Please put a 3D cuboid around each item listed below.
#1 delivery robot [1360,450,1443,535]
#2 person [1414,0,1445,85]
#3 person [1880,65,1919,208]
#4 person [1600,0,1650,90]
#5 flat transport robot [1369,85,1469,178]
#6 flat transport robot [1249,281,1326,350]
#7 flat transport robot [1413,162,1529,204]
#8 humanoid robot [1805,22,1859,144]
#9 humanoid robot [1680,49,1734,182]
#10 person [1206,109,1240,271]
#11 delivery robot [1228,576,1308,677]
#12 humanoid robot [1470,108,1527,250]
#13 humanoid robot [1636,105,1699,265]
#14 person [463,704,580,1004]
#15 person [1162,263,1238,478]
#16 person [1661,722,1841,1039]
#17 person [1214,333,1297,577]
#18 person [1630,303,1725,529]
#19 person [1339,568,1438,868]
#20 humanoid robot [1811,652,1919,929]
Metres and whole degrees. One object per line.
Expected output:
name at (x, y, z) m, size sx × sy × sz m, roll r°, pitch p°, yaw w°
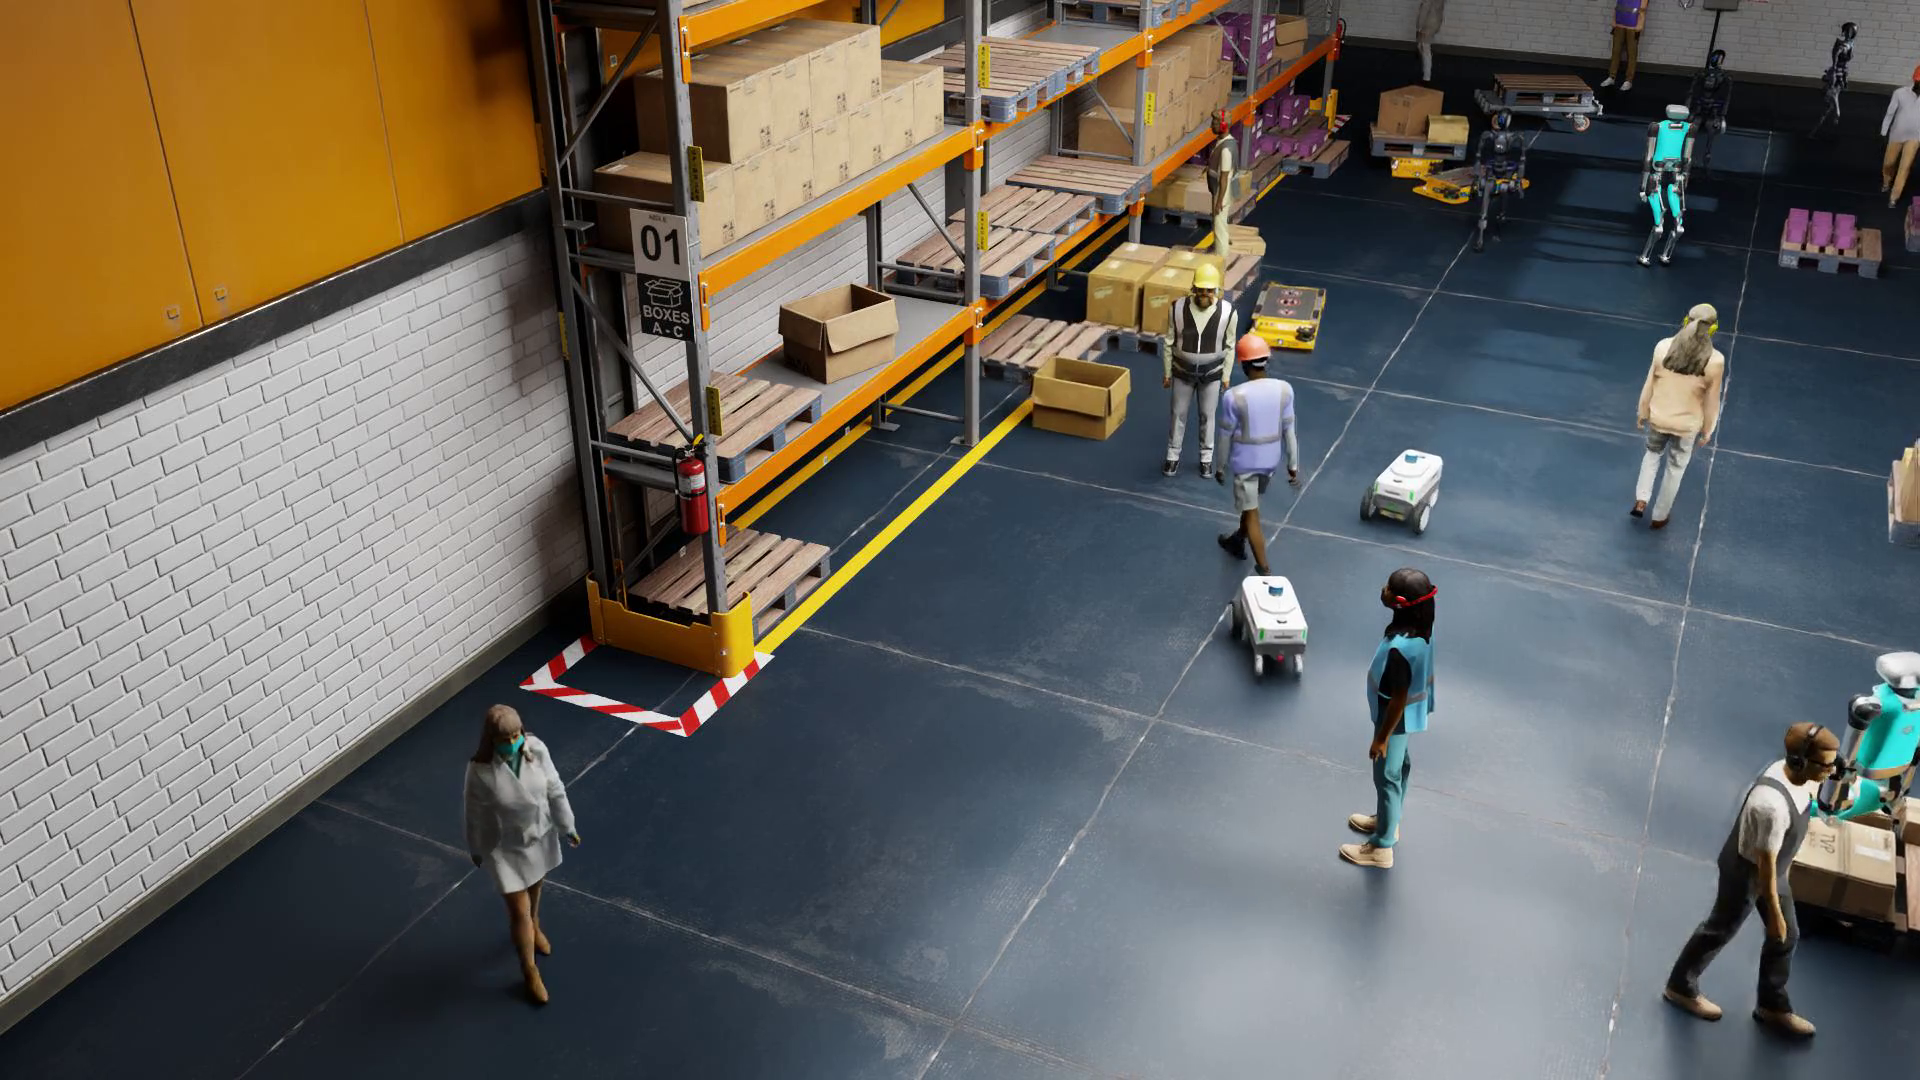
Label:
delivery robot at (3.544, -0.419, 13.204) m, size 0.499 × 0.595 × 0.783 m, roll 17°, pitch 33°, yaw 29°
person at (7.326, -8.083, 26.089) m, size 0.508 × 1.811 × 0.540 m, roll 23°, pitch 36°, yaw 36°
person at (11.676, -5.022, 20.503) m, size 0.569 × 1.728 × 0.720 m, roll 17°, pitch 32°, yaw 28°
person at (10.366, -7.979, 25.788) m, size 0.444 × 1.923 × 0.534 m, roll -19°, pitch 34°, yaw -31°
flat transport robot at (6.072, -5.110, 22.202) m, size 0.659 × 0.231 × 1.431 m, roll 5°, pitch 29°, yaw 9°
flat transport robot at (3.354, -2.302, 16.997) m, size 0.659 × 0.231 × 1.431 m, roll 8°, pitch 29°, yaw 14°
flat transport robot at (6.500, -4.528, 21.125) m, size 1.431 × 0.231 × 0.659 m, roll -17°, pitch 33°, yaw -29°
humanoid robot at (12.118, -6.299, 22.935) m, size 0.558 × 1.644 × 0.608 m, roll 25°, pitch 37°, yaw 38°
humanoid robot at (9.585, -5.456, 21.356) m, size 0.589 × 1.653 × 0.324 m, roll 24°, pitch 36°, yaw 37°
person at (2.840, -3.738, 18.010) m, size 0.377 × 1.838 × 0.560 m, roll 2°, pitch 28°, yaw 3°
delivery robot at (2.143, 0.544, 11.399) m, size 0.499 × 0.576 × 0.768 m, roll 0°, pitch 28°, yaw -1°
humanoid robot at (6.132, -4.112, 18.926) m, size 0.609 × 1.622 × 0.805 m, roll 13°, pitch 31°, yaw 22°
humanoid robot at (7.775, -3.847, 18.215) m, size 0.530 × 1.694 × 0.745 m, roll 1°, pitch 28°, yaw 2°
person at (-2.180, 1.547, 8.402) m, size 0.509 × 1.632 × 0.702 m, roll -23°, pitch 36°, yaw -36°
person at (1.946, -1.384, 13.643) m, size 0.587 × 1.837 × 0.404 m, roll 4°, pitch 29°, yaw 8°
person at (3.932, 1.674, 7.999) m, size 0.817 × 1.817 × 0.516 m, roll 24°, pitch 37°, yaw 37°
person at (2.165, -0.566, 12.094) m, size 0.580 × 1.876 × 0.961 m, roll -9°, pitch 30°, yaw -16°
person at (5.512, -0.935, 12.786) m, size 0.583 × 1.860 × 0.469 m, roll 20°, pitch 34°, yaw 33°
person at (2.407, 0.989, 9.213) m, size 0.394 × 1.866 × 0.528 m, roll 13°, pitch 31°, yaw 23°
humanoid robot at (4.665, 1.231, 8.951) m, size 0.565 × 1.809 × 0.937 m, roll -6°, pitch 29°, yaw -11°
